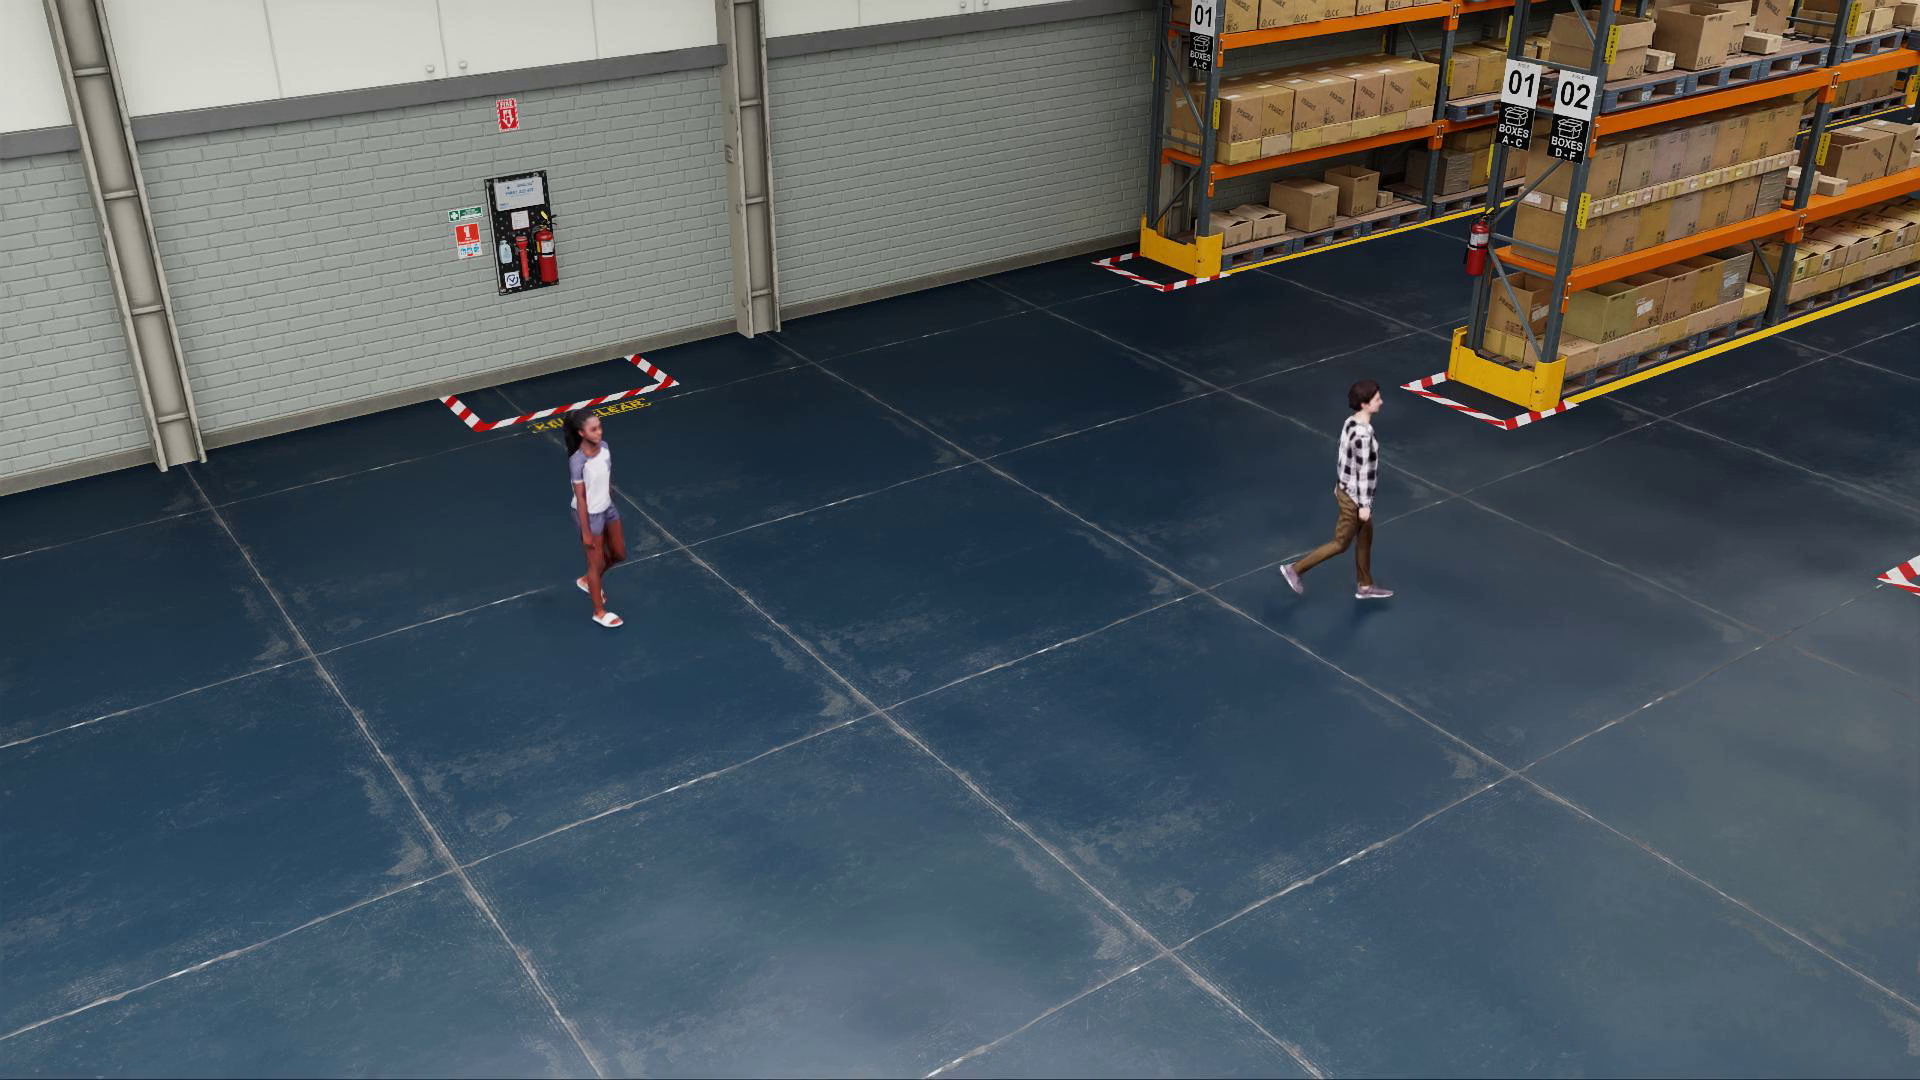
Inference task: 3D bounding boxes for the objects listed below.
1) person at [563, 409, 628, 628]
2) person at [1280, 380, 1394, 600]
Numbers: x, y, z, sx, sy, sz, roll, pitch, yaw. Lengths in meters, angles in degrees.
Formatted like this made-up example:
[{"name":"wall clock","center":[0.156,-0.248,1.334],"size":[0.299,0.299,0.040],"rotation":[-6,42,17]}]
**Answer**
[{"name":"person","center":[-2.760,-0.170,12.258],"size":[0.822,1.709,0.765],"rotation":[13,30,24]},{"name":"person","center":[2.884,-0.334,12.496],"size":[1.187,1.784,1.078],"rotation":[2,27,4]}]
